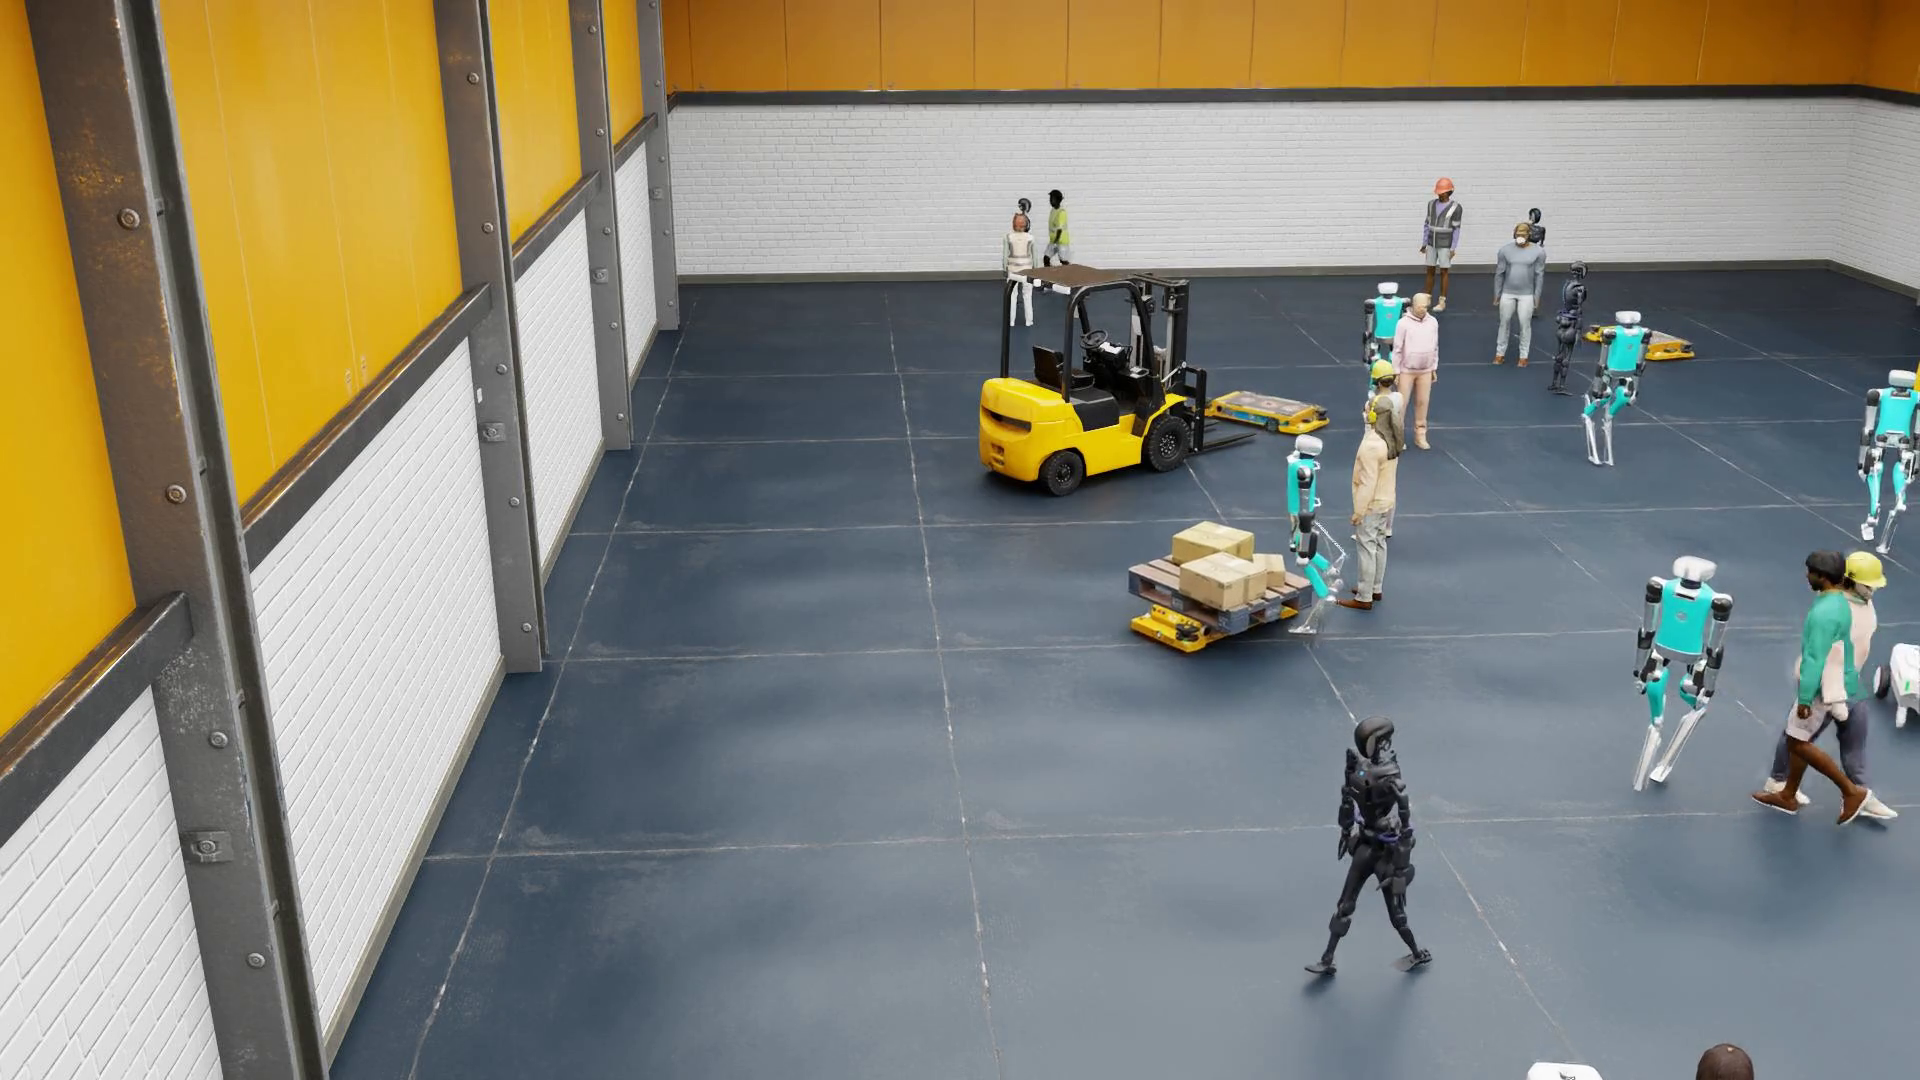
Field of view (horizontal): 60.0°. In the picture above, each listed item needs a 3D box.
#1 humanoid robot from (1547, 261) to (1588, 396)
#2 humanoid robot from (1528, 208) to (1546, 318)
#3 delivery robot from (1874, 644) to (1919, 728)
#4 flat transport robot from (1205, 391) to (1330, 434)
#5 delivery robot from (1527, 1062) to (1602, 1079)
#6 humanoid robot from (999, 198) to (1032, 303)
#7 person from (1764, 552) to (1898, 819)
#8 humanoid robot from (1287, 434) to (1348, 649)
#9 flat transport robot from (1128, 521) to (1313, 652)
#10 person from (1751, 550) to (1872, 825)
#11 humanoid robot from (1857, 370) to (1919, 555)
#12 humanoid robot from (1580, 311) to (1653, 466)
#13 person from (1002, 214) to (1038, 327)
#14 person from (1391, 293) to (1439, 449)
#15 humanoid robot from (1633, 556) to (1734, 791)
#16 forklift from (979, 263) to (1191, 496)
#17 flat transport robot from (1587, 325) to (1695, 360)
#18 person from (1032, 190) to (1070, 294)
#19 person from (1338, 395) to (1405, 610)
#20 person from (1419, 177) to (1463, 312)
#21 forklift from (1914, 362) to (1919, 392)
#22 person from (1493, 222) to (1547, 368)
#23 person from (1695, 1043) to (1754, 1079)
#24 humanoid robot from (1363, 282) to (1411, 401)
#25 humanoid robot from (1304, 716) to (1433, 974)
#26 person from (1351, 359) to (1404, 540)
[{"bbox_3d":[7.639,-2.669,20.834,0.315,1.657,0.599,1,20,2],"label":"humanoid robot"},{"bbox_3d":[8.534,-4.171,25.012,0.600,1.623,0.785,-8,22,-21],"label":"humanoid robot"},{"bbox_3d":[7.130,1.053,12.352,0.499,0.601,0.783,8,21,20],"label":"delivery robot"},{"bbox_3d":[3.604,-1.522,19.775,1.431,0.231,0.659,17,26,38],"label":"flat transport robot"},{"bbox_3d":[2.839,2.783,7.654,0.499,0.612,0.805,2,20,6],"label":"delivery robot"},{"bbox_3d":[0.858,-4.462,25.754,0.484,1.644,0.612,2,20,7],"label":"humanoid robot"},{"bbox_3d":[5.781,0.955,10.773,0.803,1.821,0.909,-14,25,-34],"label":"person"},{"bbox_3d":[2.926,0.062,13.439,0.680,1.879,0.544,1,20,2],"label":"humanoid robot"},{"bbox_3d":[2.176,0.594,14.010,1.431,0.231,0.659,-15,25,-36],"label":"flat transport robot"},{"bbox_3d":[5.611,0.973,10.716,0.642,1.820,0.550,18,27,39],"label":"person"},{"bbox_3d":[8.549,-0.644,15.285,0.538,1.736,1.028,8,22,20],"label":"humanoid robot"},{"bbox_3d":[6.993,-1.625,17.954,0.532,1.801,0.756,-2,20,-7],"label":"humanoid robot"},{"bbox_3d":[0.877,-3.937,24.362,0.522,1.639,0.307,0,20,1],"label":"person"},{"bbox_3d":[5.070,-1.895,18.607,0.541,1.771,0.404,-3,20,-8],"label":"person"},{"bbox_3d":[4.825,0.911,11.108,0.551,1.838,0.766,15,25,34],"label":"humanoid robot"},{"bbox_3d":[1.315,-1.764,17.646,2.313,2.155,1.214,-14,24,-33],"label":"forklift"},{"bbox_3d":[9.468,-2.764,23.157,0.659,0.231,1.431,-6,21,-17],"label":"flat transport robot"},{"bbox_3d":[1.469,-4.726,26.468,0.738,1.666,0.538,-8,22,-20],"label":"person"},{"bbox_3d":[3.531,-0.318,14.167,0.407,1.876,0.564,14,24,33],"label":"person"},{"bbox_3d":[7.292,-4.501,25.332,0.388,2.036,0.604,-16,26,-38],"label":"person"},{"bbox_3d":[12.602,-2.435,19.475,2.313,2.155,1.214,-1,20,-4],"label":"forklift"},{"bbox_3d":[7.411,-3.262,22.116,0.626,1.929,0.350,9,22,24],"label":"person"},{"bbox_3d":[2.721,2.666,6.196,0.471,1.764,0.366,13,24,32],"label":"person"},{"bbox_3d":[4.935,-2.186,19.497,0.566,1.786,0.883,2,20,4],"label":"humanoid robot"},{"bbox_3d":[2.284,1.683,9.065,0.775,1.633,0.584,-9,22,-24],"label":"humanoid robot"},{"bbox_3d":[3.957,-0.834,15.730,0.525,1.765,0.326,-16,25,-37],"label":"person"}]
